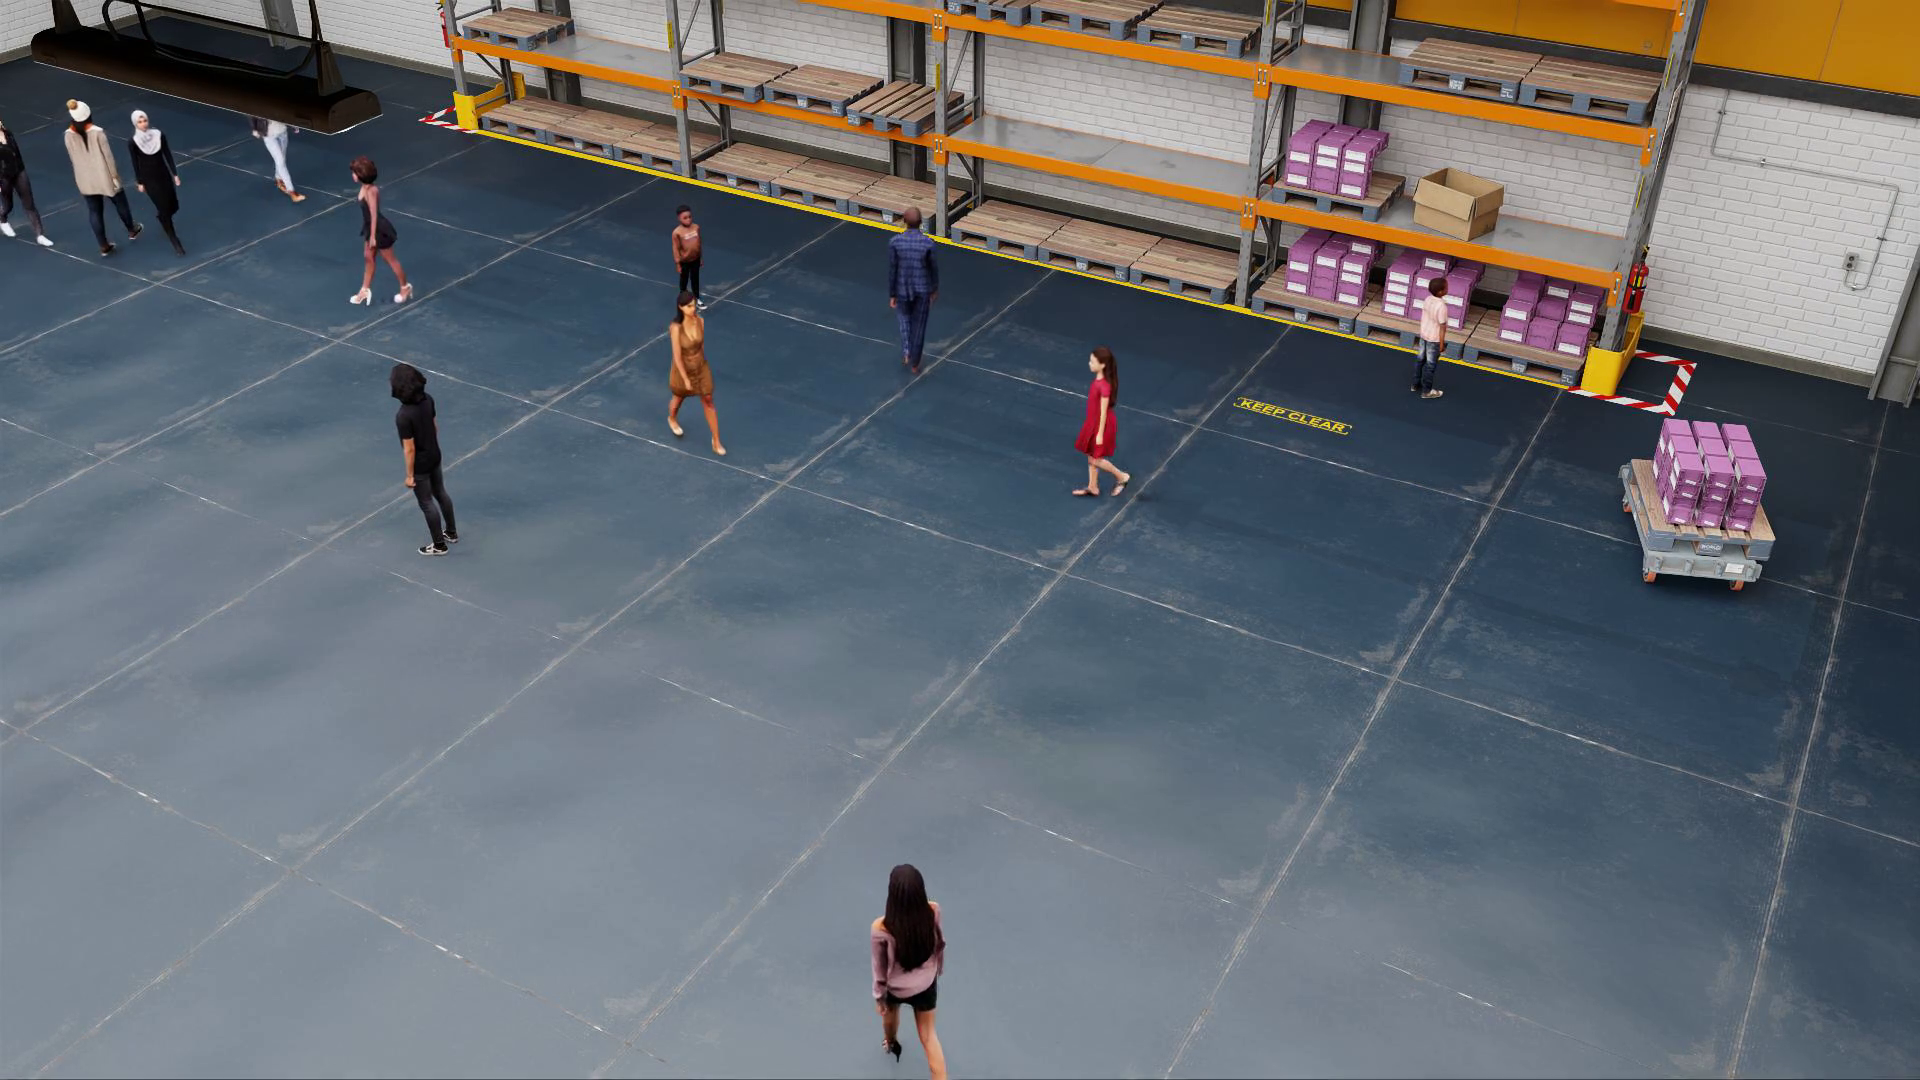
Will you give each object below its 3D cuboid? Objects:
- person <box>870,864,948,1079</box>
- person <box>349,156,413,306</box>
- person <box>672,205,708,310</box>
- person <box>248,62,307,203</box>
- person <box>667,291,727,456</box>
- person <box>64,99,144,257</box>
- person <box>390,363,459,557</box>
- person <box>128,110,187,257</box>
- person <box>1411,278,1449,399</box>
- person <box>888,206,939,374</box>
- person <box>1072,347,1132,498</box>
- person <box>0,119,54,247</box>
[{"bbox_3d":[-0.244,2.630,9.537,1.045,1.774,1.192,-14,36,-19],"label":"person"},{"bbox_3d":[-6.475,-3.468,18.722,0.905,1.762,0.956,-19,38,-26],"label":"person"},{"bbox_3d":[-3.056,-3.183,18.752,0.579,1.254,0.568,-25,41,-32],"label":"person"},{"bbox_3d":[-8.867,-5.276,21.411,1.158,1.797,0.798,25,41,32],"label":"person"},{"bbox_3d":[-2.663,-1.638,16.070,0.790,1.650,1.126,-27,42,-34],"label":"person"},{"bbox_3d":[-10.371,-4.311,19.897,1.081,1.864,1.083,-2,34,-2],"label":"person"},{"bbox_3d":[-4.683,-0.710,14.507,0.598,1.835,0.684,10,35,14],"label":"person"},{"bbox_3d":[-9.687,-4.322,20.012,0.836,1.756,1.064,-26,41,-33],"label":"person"},{"bbox_3d":[4.835,-2.091,17.062,0.650,1.306,0.577,-13,36,-18],"label":"person"},{"bbox_3d":[-0.486,-2.574,17.344,0.884,1.798,0.917,2,34,3],"label":"person"},{"bbox_3d":[1.354,-1.063,15.301,0.886,1.543,0.798,-4,34,-6],"label":"person"},{"bbox_3d":[-11.599,-4.394,20.212,1.117,1.655,0.625,19,38,27],"label":"person"}]
